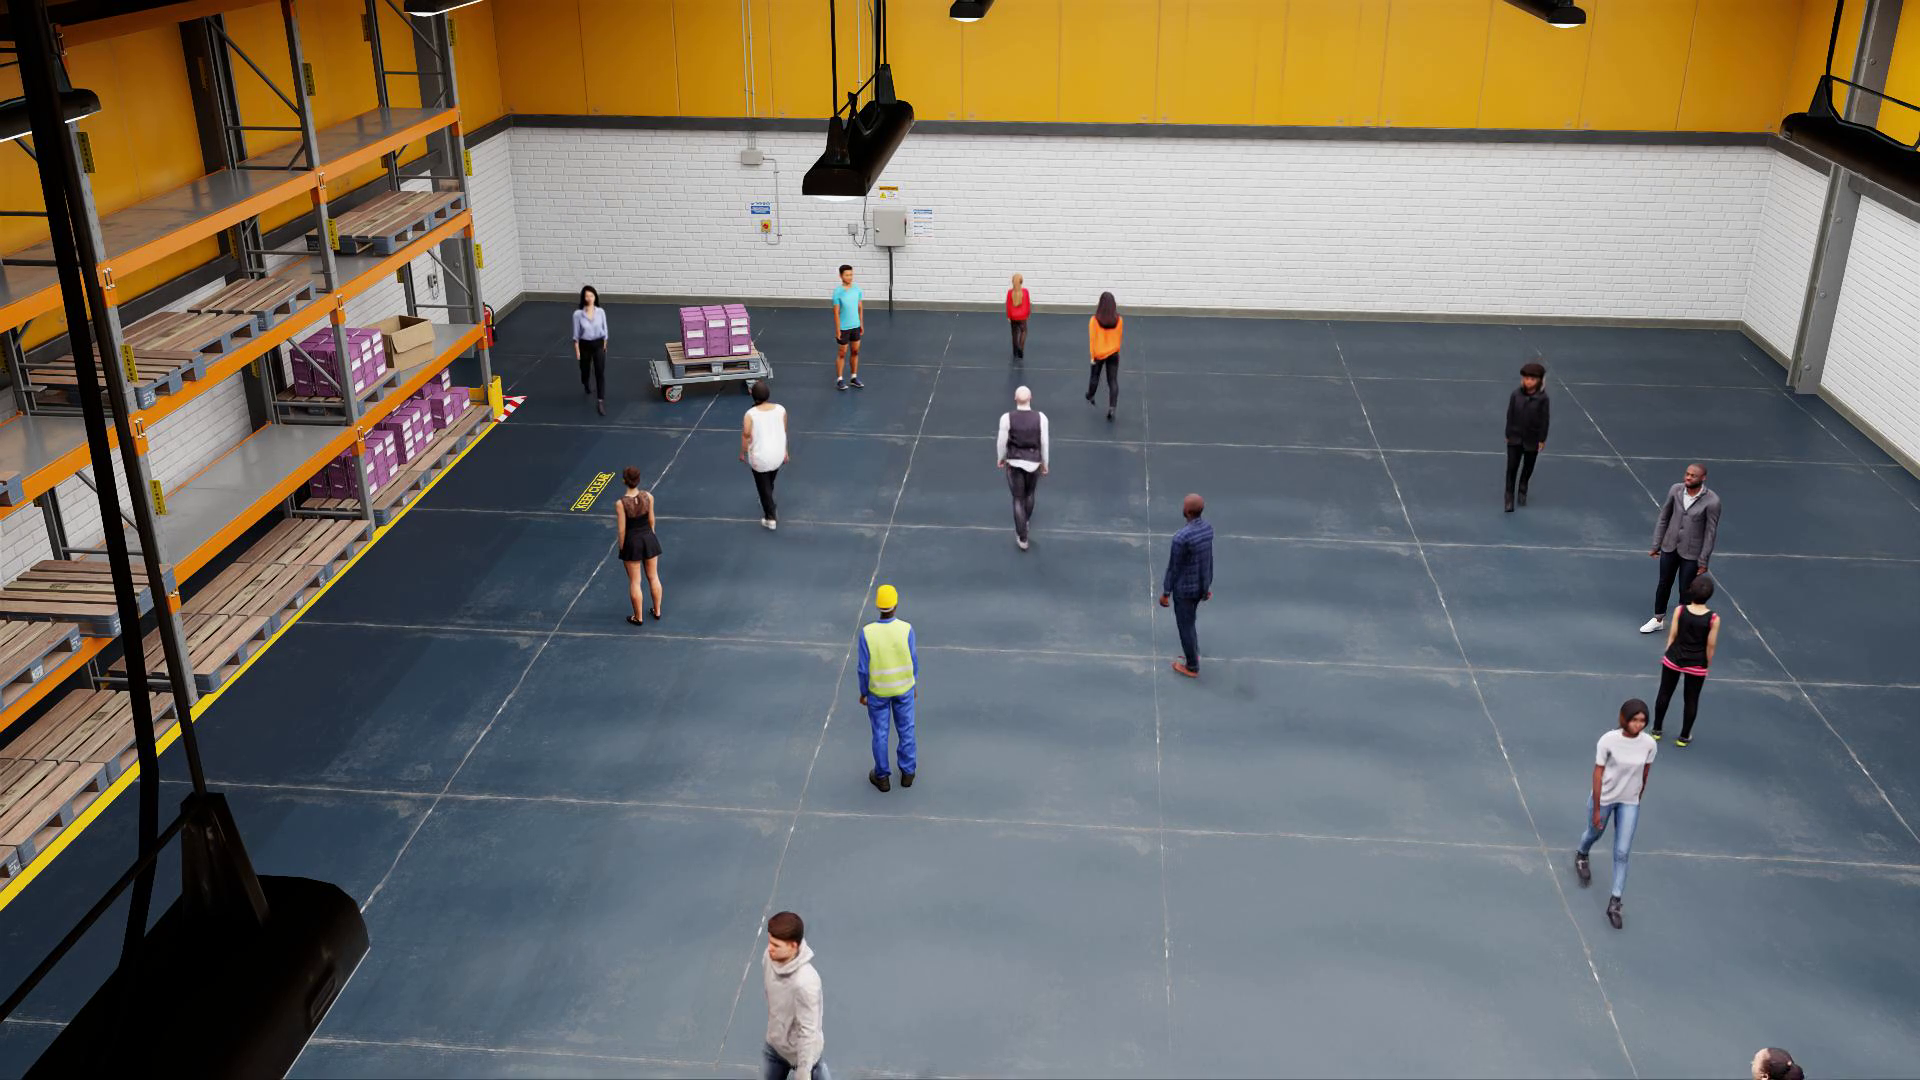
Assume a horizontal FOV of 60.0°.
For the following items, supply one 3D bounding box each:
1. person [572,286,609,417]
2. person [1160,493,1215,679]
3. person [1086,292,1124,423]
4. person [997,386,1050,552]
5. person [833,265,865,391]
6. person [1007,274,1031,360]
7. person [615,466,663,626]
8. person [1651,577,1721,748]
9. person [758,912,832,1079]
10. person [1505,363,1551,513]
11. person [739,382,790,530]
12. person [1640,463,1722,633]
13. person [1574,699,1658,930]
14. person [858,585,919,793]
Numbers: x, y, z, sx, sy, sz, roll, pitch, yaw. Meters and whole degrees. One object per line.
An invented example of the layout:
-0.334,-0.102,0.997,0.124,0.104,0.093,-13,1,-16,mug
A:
-4.983,-2.575,22.412,0.929,1.725,1.126,-10,25,-21,person
2.196,0.449,15.393,0.854,1.806,0.781,20,30,38,person
1.961,-2.396,22.019,0.837,1.710,1.166,-5,24,-10,person
0.696,-0.754,18.163,0.847,1.790,1.153,-2,24,-5,person
-1.575,-2.991,23.303,0.681,1.773,0.722,-16,28,-32,person
0.869,-3.298,24.631,0.486,1.272,0.719,2,24,4,person
-3.192,0.042,16.489,0.682,1.672,0.734,-16,28,-32,person
6.274,1.036,14.370,0.615,1.549,0.634,13,27,28,person
-0.874,2.932,9.709,1.290,1.809,1.201,-19,30,-37,person
6.563,-1.201,19.266,0.796,1.727,1.152,8,25,17,person
-2.172,-0.931,18.731,1.000,1.661,1.087,-17,29,-33,person
7.031,0.102,16.173,0.848,1.817,0.798,-20,30,-38,person
4.780,1.899,12.226,0.608,1.684,1.108,3,24,6,person
-0.579,1.211,13.643,0.734,1.810,0.694,-6,24,-12,person
